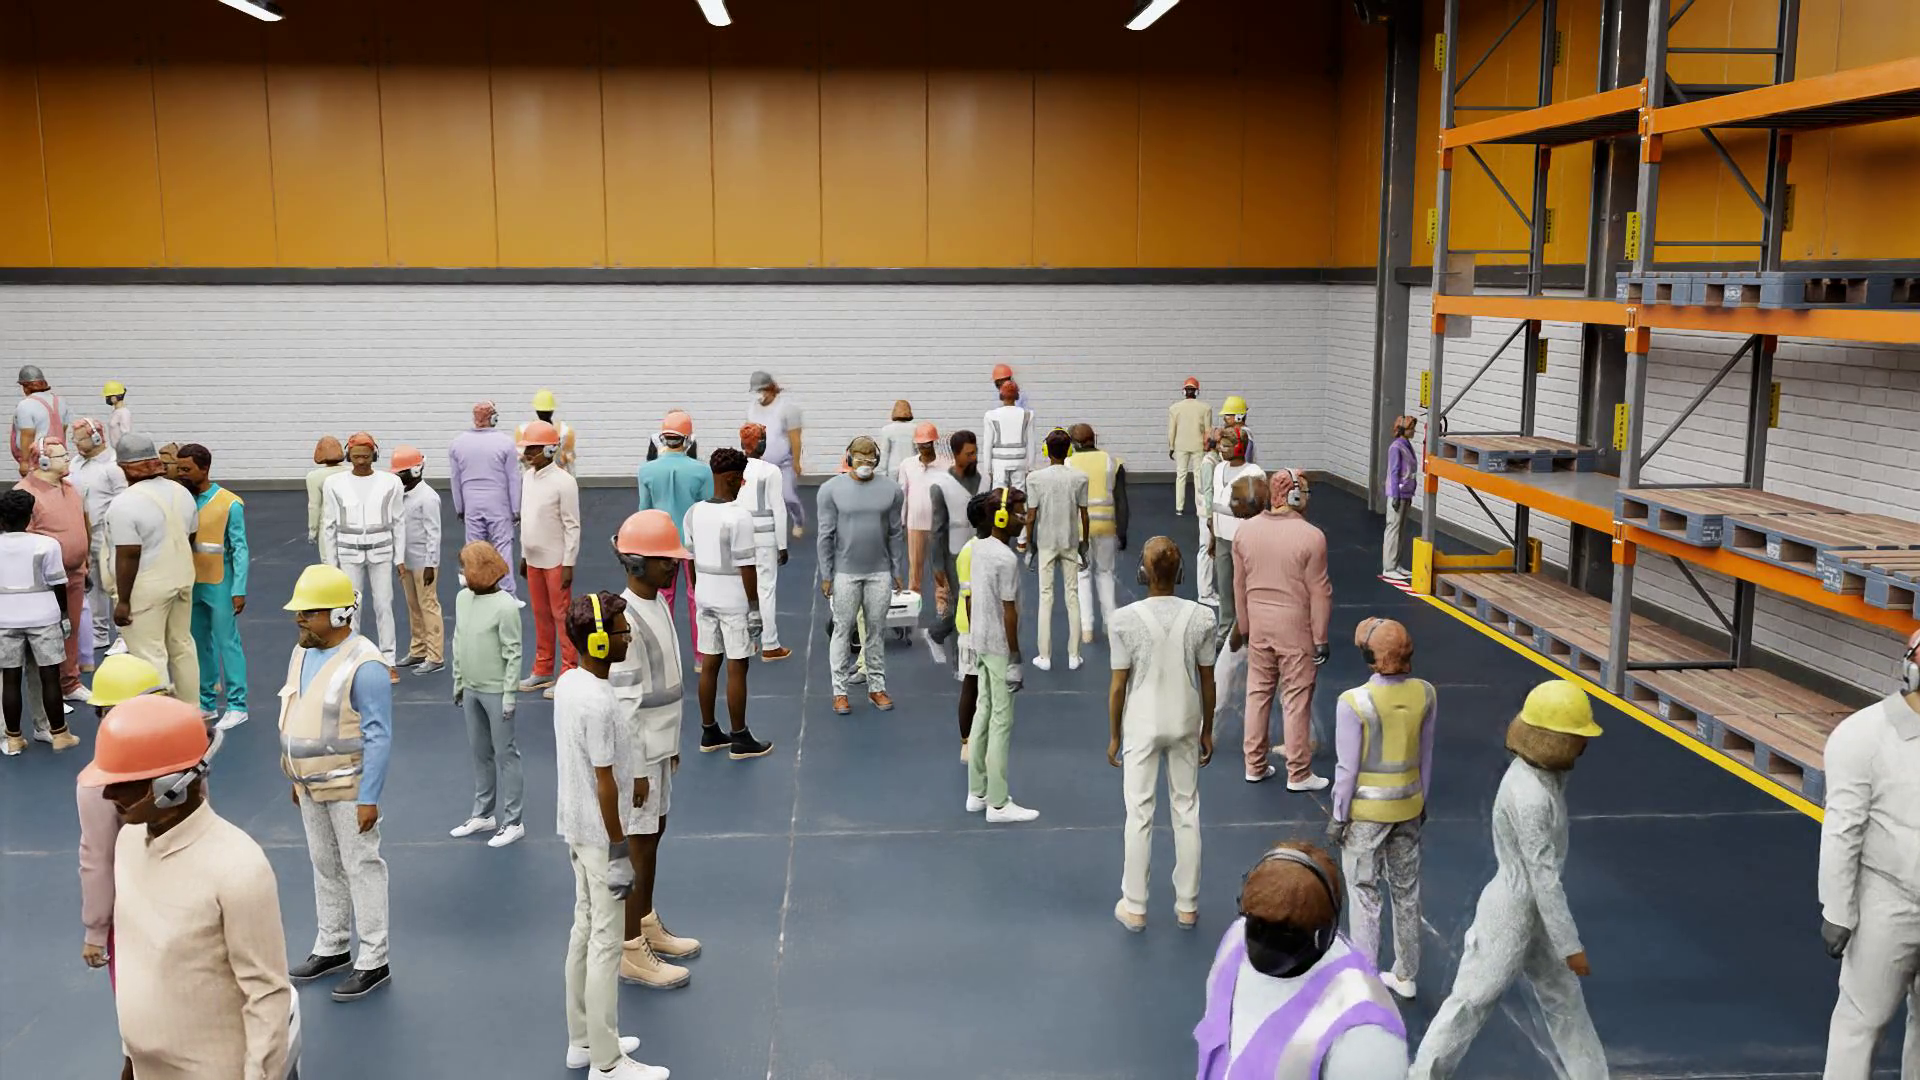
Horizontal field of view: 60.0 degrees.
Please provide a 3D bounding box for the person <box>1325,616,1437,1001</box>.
[{"bbox_3d":[1.731,1.127,6.846,0.525,1.637,0.307,-5,10,-29],"label":"person"}]

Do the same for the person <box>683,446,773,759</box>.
[{"bbox_3d":[-1.461,0.392,10.450,0.603,1.959,0.375,8,12,40],"label":"person"}]

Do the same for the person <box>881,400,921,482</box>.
[{"bbox_3d":[-0.636,-0.767,18.771,0.501,1.627,0.288,-2,9,-10],"label":"person"}]

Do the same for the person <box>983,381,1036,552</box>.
[{"bbox_3d":[0.537,-0.798,18.169,0.584,1.879,0.344,-1,9,-9],"label":"person"}]

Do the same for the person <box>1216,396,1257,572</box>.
[{"bbox_3d":[2.760,-0.528,16.672,0.404,1.824,0.585,0,9,2],"label":"person"}]

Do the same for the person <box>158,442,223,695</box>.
[{"bbox_3d":[-5.537,0.219,11.894,0.513,1.845,0.334,6,11,35],"label":"person"}]

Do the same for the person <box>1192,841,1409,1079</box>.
[{"bbox_3d":[0.775,1.530,3.794,0.470,1.805,0.651,-4,10,-22],"label":"person"}]

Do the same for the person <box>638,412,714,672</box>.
[{"bbox_3d":[-2.127,0.023,12.656,0.611,1.995,0.375,1,9,4],"label":"person"}]

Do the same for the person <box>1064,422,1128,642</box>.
[{"bbox_3d":[1.054,-0.064,13.802,0.645,1.804,0.518,0,9,-3],"label":"person"}]

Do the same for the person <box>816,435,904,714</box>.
[{"bbox_3d":[-0.678,0.233,11.532,0.629,1.935,0.373,-3,10,-20],"label":"person"}]

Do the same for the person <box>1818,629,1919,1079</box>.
[{"bbox_3d":[3.159,1.214,5.458,0.655,1.906,0.407,0,9,-3],"label":"person"}]

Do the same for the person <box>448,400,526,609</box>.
[{"bbox_3d":[-4.244,-0.305,14.991,0.642,1.909,0.399,1,9,7],"label":"person"}]

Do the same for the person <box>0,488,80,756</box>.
[{"bbox_3d":[-5.878,0.521,10.478,0.531,1.693,0.320,-2,9,-10],"label":"person"}]

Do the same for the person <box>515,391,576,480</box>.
[{"bbox_3d":[-4.122,-0.527,16.479,0.598,1.878,0.950,0,9,-2],"label":"person"}]

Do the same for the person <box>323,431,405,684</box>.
[{"bbox_3d":[-4.382,0.140,12.268,0.574,1.884,0.356,-3,10,-20],"label":"person"}]

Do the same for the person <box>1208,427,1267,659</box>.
[{"bbox_3d":[2.187,0.024,13.138,0.388,1.840,0.563,-5,11,-31],"label":"person"}]

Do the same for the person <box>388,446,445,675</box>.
[{"bbox_3d":[-4.153,0.147,12.663,0.337,1.742,0.562,-8,12,-42],"label":"person"}]

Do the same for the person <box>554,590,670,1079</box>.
[{"bbox_3d":[-1.331,1.111,6.216,0.329,1.873,0.512,-5,10,-29],"label":"person"}]

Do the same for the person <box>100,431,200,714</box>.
[{"bbox_3d":[-5.250,0.309,10.720,0.536,2.000,0.684,2,9,13],"label":"person"}]

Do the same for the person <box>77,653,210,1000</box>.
[{"bbox_3d":[-2.772,1.253,5.683,0.348,1.756,0.518,3,10,18],"label":"person"}]

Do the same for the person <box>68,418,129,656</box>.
[{"bbox_3d":[-6.875,-0.025,13.261,0.641,1.901,0.407,4,10,23],"label":"person"}]

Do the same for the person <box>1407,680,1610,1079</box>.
[{"bbox_3d":[1.951,1.295,5.627,0.941,1.686,0.480,5,10,27],"label":"person"}]

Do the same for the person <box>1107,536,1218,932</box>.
[{"bbox_3d":[0.923,0.892,7.668,0.508,1.846,0.345,-1,9,-5],"label":"person"}]

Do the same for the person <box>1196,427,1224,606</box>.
[{"bbox_3d":[2.323,-0.220,15.294,0.309,1.641,0.514,3,9,16],"label":"person"}]

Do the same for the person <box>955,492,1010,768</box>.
[{"bbox_3d":[0.146,0.545,10.312,0.320,1.697,0.532,3,10,18],"label":"person"}]

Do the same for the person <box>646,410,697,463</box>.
[{"bbox_3d":[-3.076,-0.577,17.692,0.520,1.586,0.896,2,9,12],"label":"person"}]

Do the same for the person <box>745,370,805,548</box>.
[{"bbox_3d":[-2.041,-0.924,18.463,0.703,2.000,0.773,4,10,22],"label":"person"}]

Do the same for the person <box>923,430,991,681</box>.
[{"bbox_3d":[-0.013,0.112,12.395,0.648,1.896,0.611,8,12,42],"label":"person"}]

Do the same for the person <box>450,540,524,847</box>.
[{"bbox_3d":[-2.525,0.808,8.859,0.500,1.633,0.282,7,11,36],"label":"person"}]

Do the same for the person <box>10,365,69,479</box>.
[{"bbox_3d":[-10.296,-0.940,18.561,0.535,2.000,0.688,1,9,9],"label":"person"}]

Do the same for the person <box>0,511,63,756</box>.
[{"bbox_3d":[-5.975,0.531,10.579,0.309,1.641,0.513,5,10,30],"label":"person"}]

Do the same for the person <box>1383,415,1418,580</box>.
[{"bbox_3d":[4.402,-0.430,16.613,0.309,1.638,0.522,5,10,28],"label":"person"}]

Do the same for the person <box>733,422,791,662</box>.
[{"bbox_3d":[-1.598,0.017,13.047,0.576,1.882,0.355,4,10,26],"label":"person"}]

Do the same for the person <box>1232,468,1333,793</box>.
[{"bbox_3d":[1.915,0.526,9.786,0.639,1.906,0.409,9,13,44],"label":"person"}]

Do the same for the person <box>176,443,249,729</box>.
[{"bbox_3d":[-5.027,0.304,11.137,0.596,1.916,0.372,3,9,18],"label":"person"}]

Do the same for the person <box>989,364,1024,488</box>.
[{"bbox_3d":[0.567,-1.274,21.069,0.476,1.912,0.539,-8,12,-42],"label":"person"}]

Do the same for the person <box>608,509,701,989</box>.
[{"bbox_3d":[-1.319,0.880,7.131,0.381,2.041,0.610,0,9,2],"label":"person"}]

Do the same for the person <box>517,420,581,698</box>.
[{"bbox_3d":[-2.973,0.134,11.955,0.608,1.996,0.380,8,12,41],"label":"person"}]

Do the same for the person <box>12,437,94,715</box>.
[{"bbox_3d":[-6.275,0.238,11.573,0.407,1.912,0.639,1,9,6],"label":"person"}]

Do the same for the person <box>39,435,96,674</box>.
[{"bbox_3d":[-6.750,0.133,12.482,0.354,1.835,0.515,3,10,21],"label":"person"}]

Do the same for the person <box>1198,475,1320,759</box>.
[{"bbox_3d":[1.816,0.487,10.386,0.984,1.790,0.532,1,9,3],"label":"person"}]

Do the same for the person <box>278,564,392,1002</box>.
[{"bbox_3d":[-2.632,1.006,6.993,0.590,1.833,0.404,6,11,35],"label":"person"}]

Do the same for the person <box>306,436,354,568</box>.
[{"bbox_3d":[-5.460,-0.097,14.531,0.285,1.636,0.500,7,11,37],"label":"person"}]

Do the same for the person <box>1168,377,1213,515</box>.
[{"bbox_3d":[2.910,-1.179,20.989,0.561,1.743,0.336,2,9,11],"label":"person"}]

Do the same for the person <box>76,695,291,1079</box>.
[{"bbox_3d":[-1.976,1.360,4.275,0.622,1.987,0.394,6,11,33],"label":"person"}]

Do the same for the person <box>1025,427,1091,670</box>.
[{"bbox_3d":[0.751,0.068,12.769,0.508,1.872,0.329,-1,9,-4],"label":"person"}]

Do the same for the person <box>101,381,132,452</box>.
[{"bbox_3d":[-10.100,-1.030,20.018,0.339,1.761,0.524,-7,12,-39],"label":"person"}]

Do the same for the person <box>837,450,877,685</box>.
[{"bbox_3d":[-0.744,0.192,12.353,0.320,1.750,0.562,-1,9,-4],"label":"person"}]

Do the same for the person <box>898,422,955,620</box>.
[{"bbox_3d":[-0.287,-0.165,14.594,0.574,1.749,0.337,2,9,14],"label":"person"}]

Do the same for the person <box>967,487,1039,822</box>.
[{"bbox_3d":[0.218,0.631,9.261,0.327,1.863,0.514,-4,10,-23],"label":"person"}]

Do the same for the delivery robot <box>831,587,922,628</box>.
[{"bbox_3d":[-0.678,0.553,13.546,0.707,0.478,0.477,-3,10,-18],"label":"delivery robot"}]
